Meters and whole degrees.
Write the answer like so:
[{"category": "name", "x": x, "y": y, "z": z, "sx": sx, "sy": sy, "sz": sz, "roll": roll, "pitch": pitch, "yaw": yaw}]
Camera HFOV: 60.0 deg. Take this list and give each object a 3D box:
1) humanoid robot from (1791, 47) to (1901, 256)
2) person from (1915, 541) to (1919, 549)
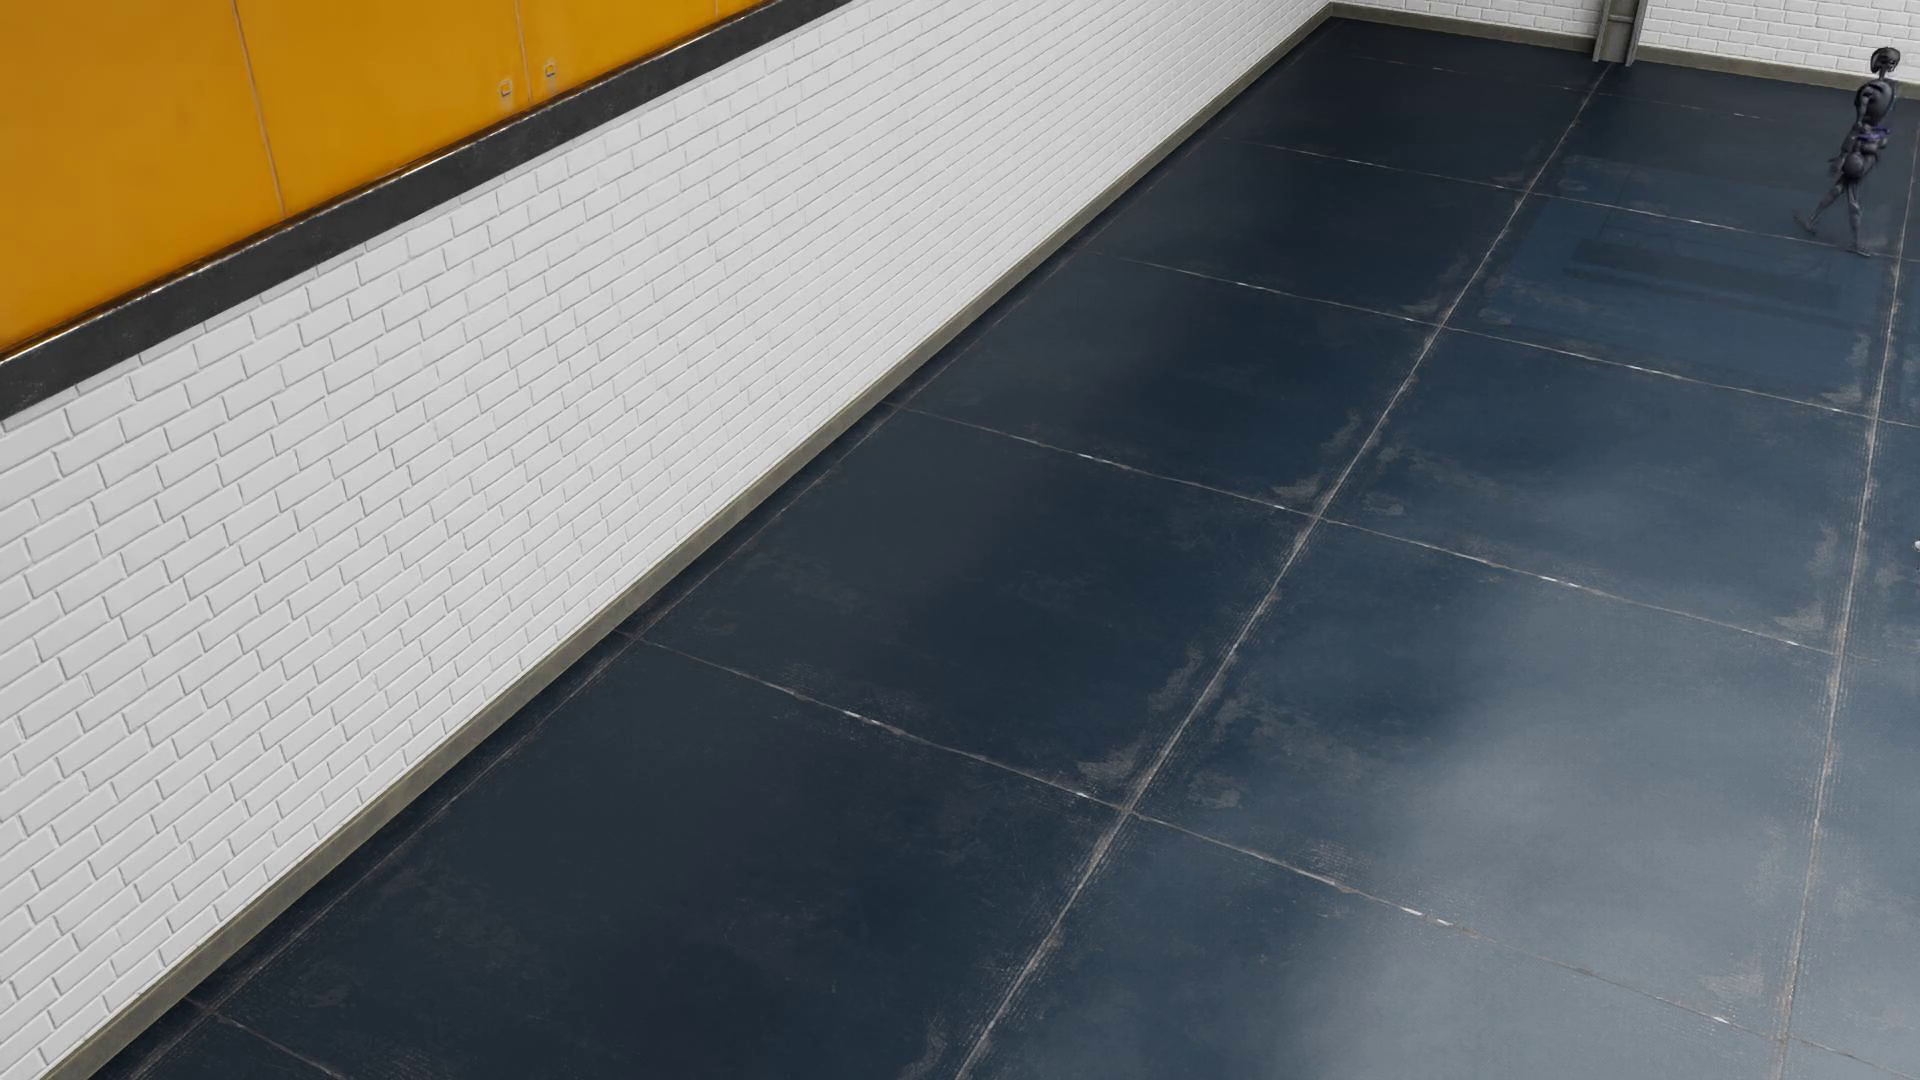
[{"category": "humanoid robot", "x": 7.235, "y": -3.158, "z": 13.446, "sx": 0.591, "sy": 1.628, "sz": 0.752, "roll": -29, "pitch": 43, "yaw": -36}, {"category": "person", "x": 5.905, "y": -0.555, "z": 9.481, "sx": 0.294, "sy": 1.744, "sz": 0.483, "roll": 8, "pitch": 35, "yaw": 12}]
